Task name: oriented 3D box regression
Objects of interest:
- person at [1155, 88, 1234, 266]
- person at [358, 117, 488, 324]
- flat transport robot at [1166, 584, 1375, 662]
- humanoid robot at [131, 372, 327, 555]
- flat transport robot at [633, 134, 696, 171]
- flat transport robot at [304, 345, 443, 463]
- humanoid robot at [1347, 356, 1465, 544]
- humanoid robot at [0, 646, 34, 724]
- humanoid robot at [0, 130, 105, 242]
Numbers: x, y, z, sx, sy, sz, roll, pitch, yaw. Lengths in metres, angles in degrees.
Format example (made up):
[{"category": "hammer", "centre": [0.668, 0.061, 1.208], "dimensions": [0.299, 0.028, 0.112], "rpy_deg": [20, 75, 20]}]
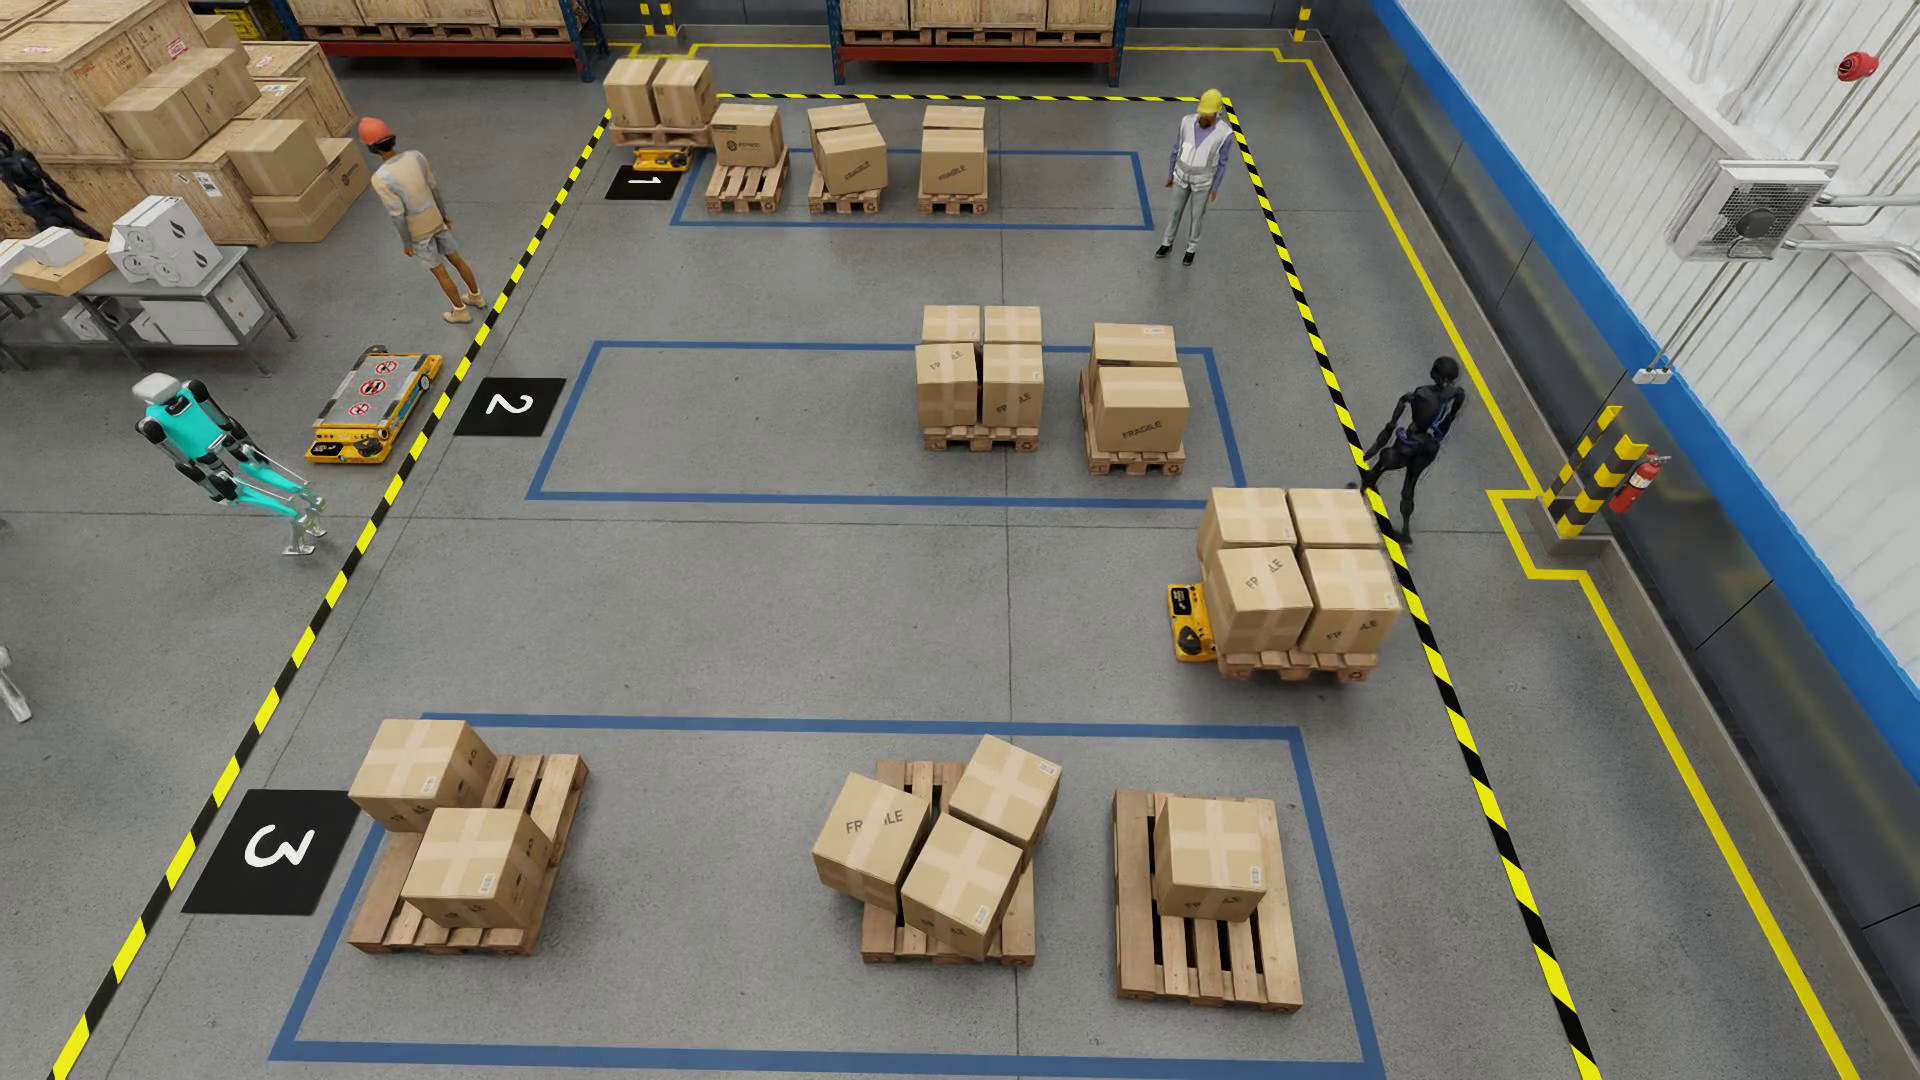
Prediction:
[{"category": "person", "centre": [2.423, -3.746, 9.510], "dimensions": [0.586, 1.836, 0.404], "rpy_deg": [24, 54, 19]}, {"category": "person", "centre": [-5.140, -3.004, 8.749], "dimensions": [0.385, 2.039, 0.613], "rpy_deg": [14, 51, 12]}, {"category": "flat transport robot", "centre": [2.313, 0.588, 6.851], "dimensions": [1.431, 0.197, 0.652], "rpy_deg": [1, 50, 1]}, {"category": "humanoid robot", "centre": [-5.190, -0.496, 6.738], "dimensions": [0.735, 1.675, 0.533], "rpy_deg": [8, 50, 7]}, {"category": "flat transport robot", "centre": [-3.690, -5.149, 11.706], "dimensions": [0.652, 0.197, 1.431], "rpy_deg": [1, 50, 1]}, {"category": "flat transport robot", "centre": [-5.383, -1.269, 8.441], "dimensions": [0.659, 0.231, 1.431], "rpy_deg": [1, 50, 1]}, {"category": "humanoid robot", "centre": [3.491, -0.705, 7.072], "dimensions": [0.589, 1.637, 0.766], "rpy_deg": [-8, 50, -7]}, {"category": "humanoid robot", "centre": [-6.861, 0.539, 5.978], "dimensions": [0.549, 1.830, 0.876], "rpy_deg": [-27, 55, -21]}, {"category": "humanoid robot", "centre": [-9.178, -3.332, 9.261], "dimensions": [0.335, 1.644, 0.589], "rpy_deg": [-8, 50, -7]}]
